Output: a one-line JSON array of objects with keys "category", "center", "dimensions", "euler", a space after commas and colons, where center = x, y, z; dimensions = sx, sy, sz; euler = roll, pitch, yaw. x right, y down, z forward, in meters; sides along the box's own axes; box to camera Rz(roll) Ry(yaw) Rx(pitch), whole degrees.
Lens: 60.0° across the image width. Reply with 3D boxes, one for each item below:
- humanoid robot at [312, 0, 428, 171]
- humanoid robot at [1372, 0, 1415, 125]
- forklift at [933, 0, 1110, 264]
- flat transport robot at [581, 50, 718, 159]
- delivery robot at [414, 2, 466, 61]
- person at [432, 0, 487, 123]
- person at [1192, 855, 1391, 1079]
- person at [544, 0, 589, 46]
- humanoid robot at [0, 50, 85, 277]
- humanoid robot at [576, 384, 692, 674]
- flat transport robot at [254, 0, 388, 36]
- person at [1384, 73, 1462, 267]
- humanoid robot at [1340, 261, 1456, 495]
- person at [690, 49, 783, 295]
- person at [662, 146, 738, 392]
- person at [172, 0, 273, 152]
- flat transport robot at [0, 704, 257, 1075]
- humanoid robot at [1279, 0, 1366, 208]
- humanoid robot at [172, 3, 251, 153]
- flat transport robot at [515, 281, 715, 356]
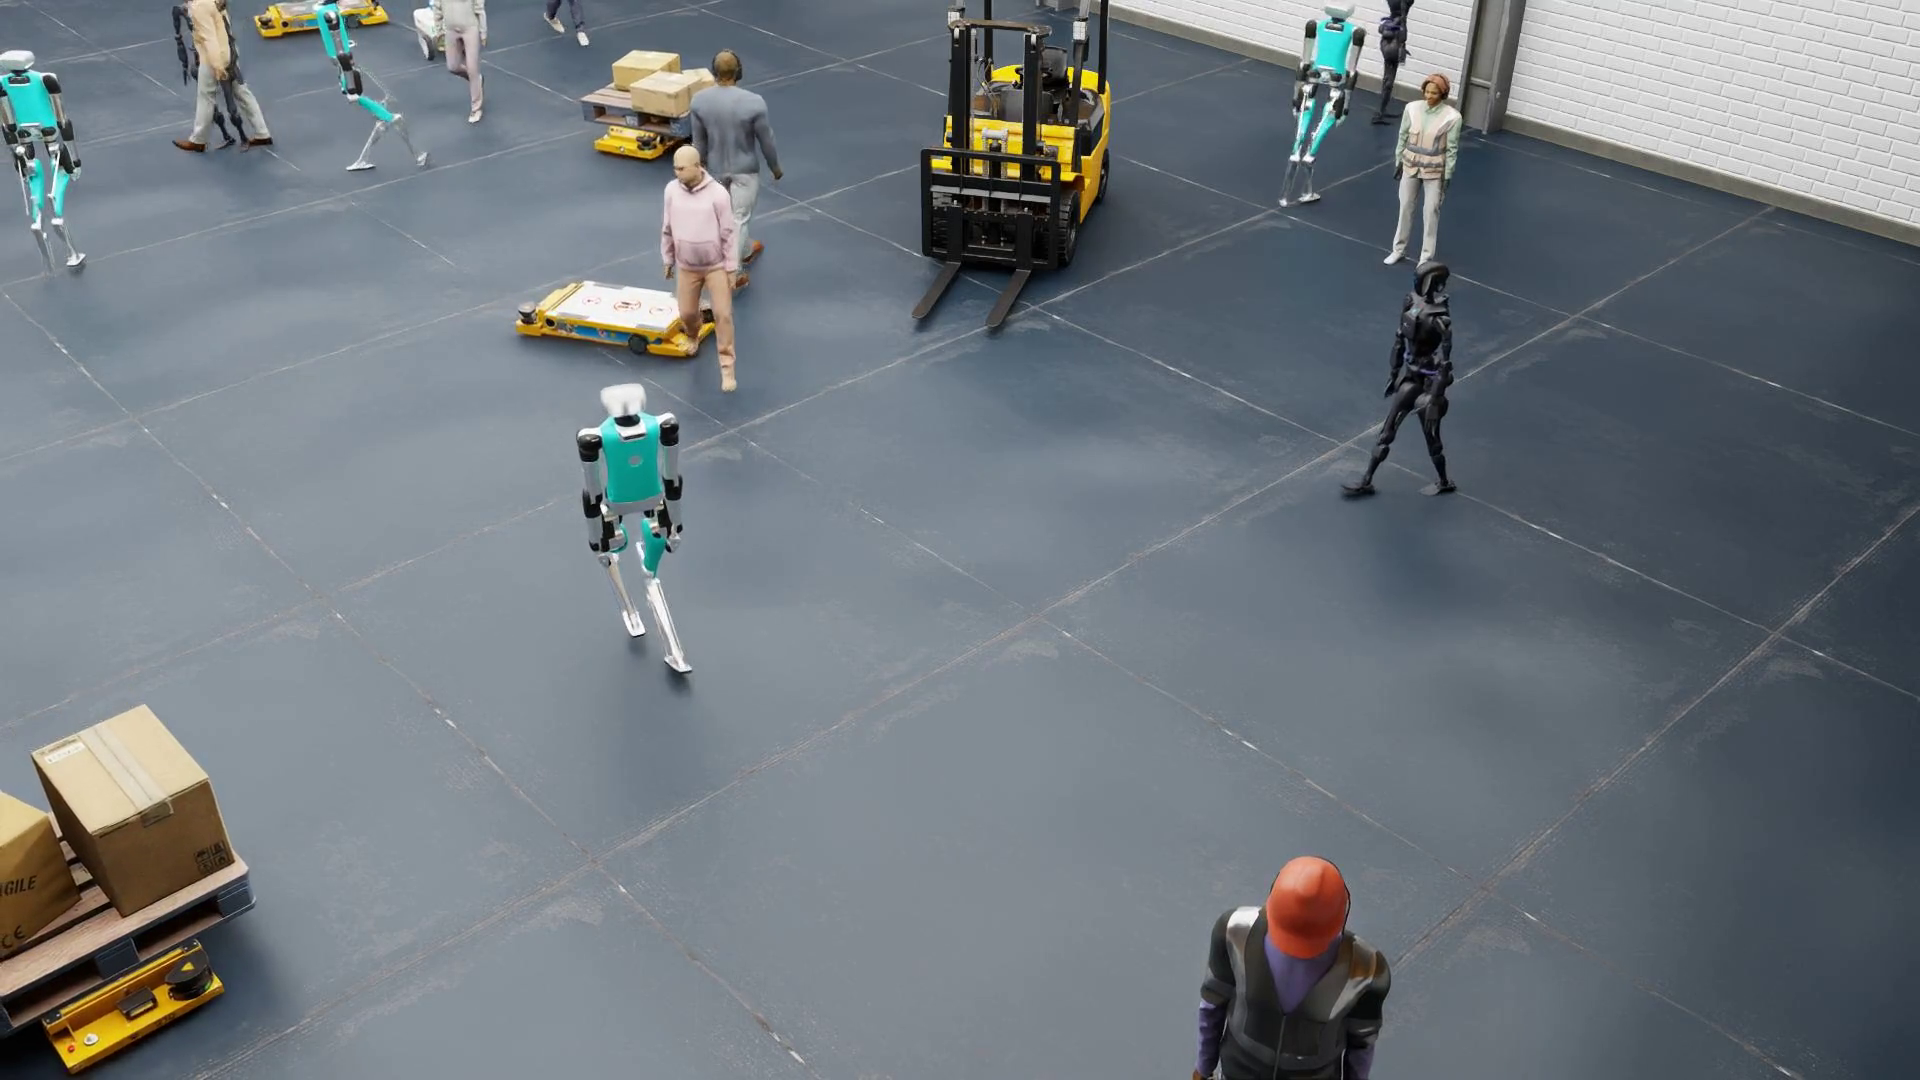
[{"category": "humanoid robot", "center": [-5.418, -4.253, 15.433], "dimensions": [0.841, 1.854, 0.534], "euler": [-16, 36, -23]}, {"category": "humanoid robot", "center": [4.336, -4.987, 16.542], "dimensions": [0.324, 1.658, 0.601], "euler": [1, 33, 2]}, {"category": "forklift", "center": [0.570, -3.725, 14.138], "dimensions": [1.214, 2.155, 2.313], "euler": [9, 34, 13]}, {"category": "flat transport robot", "center": [-2.950, -4.131, 16.523], "dimensions": [0.659, 0.231, 1.431], "euler": [15, 36, 21]}, {"category": "delivery robot", "center": [-5.873, -5.744, 18.753], "dimensions": [0.499, 0.609, 0.805], "euler": [-19, 38, -26]}, {"category": "person", "center": [-4.973, -5.125, 16.689], "dimensions": [0.541, 1.739, 0.580], "euler": [5, 33, 7]}, {"category": "person", "center": [1.093, 1.850, 5.714], "dimensions": [0.604, 2.035, 0.380], "euler": [11, 35, 17]}, {"category": "person", "center": [-4.564, -6.575, 18.851], "dimensions": [0.865, 1.831, 0.687], "euler": [-20, 38, -28]}, {"category": "humanoid robot", "center": [-7.408, -2.916, 13.408], "dimensions": [0.543, 1.894, 0.746], "euler": [-3, 33, -5]}, {"category": "humanoid robot", "center": [-1.790, -0.113, 9.009], "dimensions": [0.538, 1.763, 0.922], "euler": [-15, 36, -21]}, {"category": "flat transport robot", "center": [-7.592, -6.232, 19.751], "dimensions": [1.431, 0.231, 0.659], "euler": [-15, 36, -21]}, {"category": "person", "center": [3.769, -2.984, 13.508], "dimensions": [0.516, 1.633, 0.313], "euler": [24, 40, 32]}, {"category": "humanoid robot", "center": [2.871, -0.969, 10.413], "dimensions": [0.773, 1.629, 0.593], "euler": [-10, 34, -15]}, {"category": "person", "center": [-1.758, -2.963, 13.240], "dimensions": [0.639, 1.901, 0.870], "euler": [11, 35, 16]}, {"category": "person", "center": [-1.834, -1.983, 11.858], "dimensions": [0.553, 1.765, 0.643], "euler": [2, 33, 3]}, {"category": "person", "center": [-7.180, -4.611, 15.829], "dimensions": [0.906, 1.837, 0.549], "euler": [-1, 33, -2]}, {"category": "flat transport robot", "center": [-3.934, 1.756, 7.474], "dimensions": [0.659, 0.231, 1.431], "euler": [-28, 42, -36]}, {"category": "humanoid robot", "center": [3.129, -3.757, 14.611], "dimensions": [0.600, 1.783, 0.811], "euler": [13, 35, 19]}, {"category": "humanoid robot", "center": [-7.151, -4.542, 15.858], "dimensions": [0.608, 1.645, 0.334], "euler": [2, 33, 3]}, {"category": "flat transport robot", "center": [-2.628, -1.712, 12.805], "dimensions": [1.431, 0.231, 0.659], "euler": [10, 34, 15]}]
